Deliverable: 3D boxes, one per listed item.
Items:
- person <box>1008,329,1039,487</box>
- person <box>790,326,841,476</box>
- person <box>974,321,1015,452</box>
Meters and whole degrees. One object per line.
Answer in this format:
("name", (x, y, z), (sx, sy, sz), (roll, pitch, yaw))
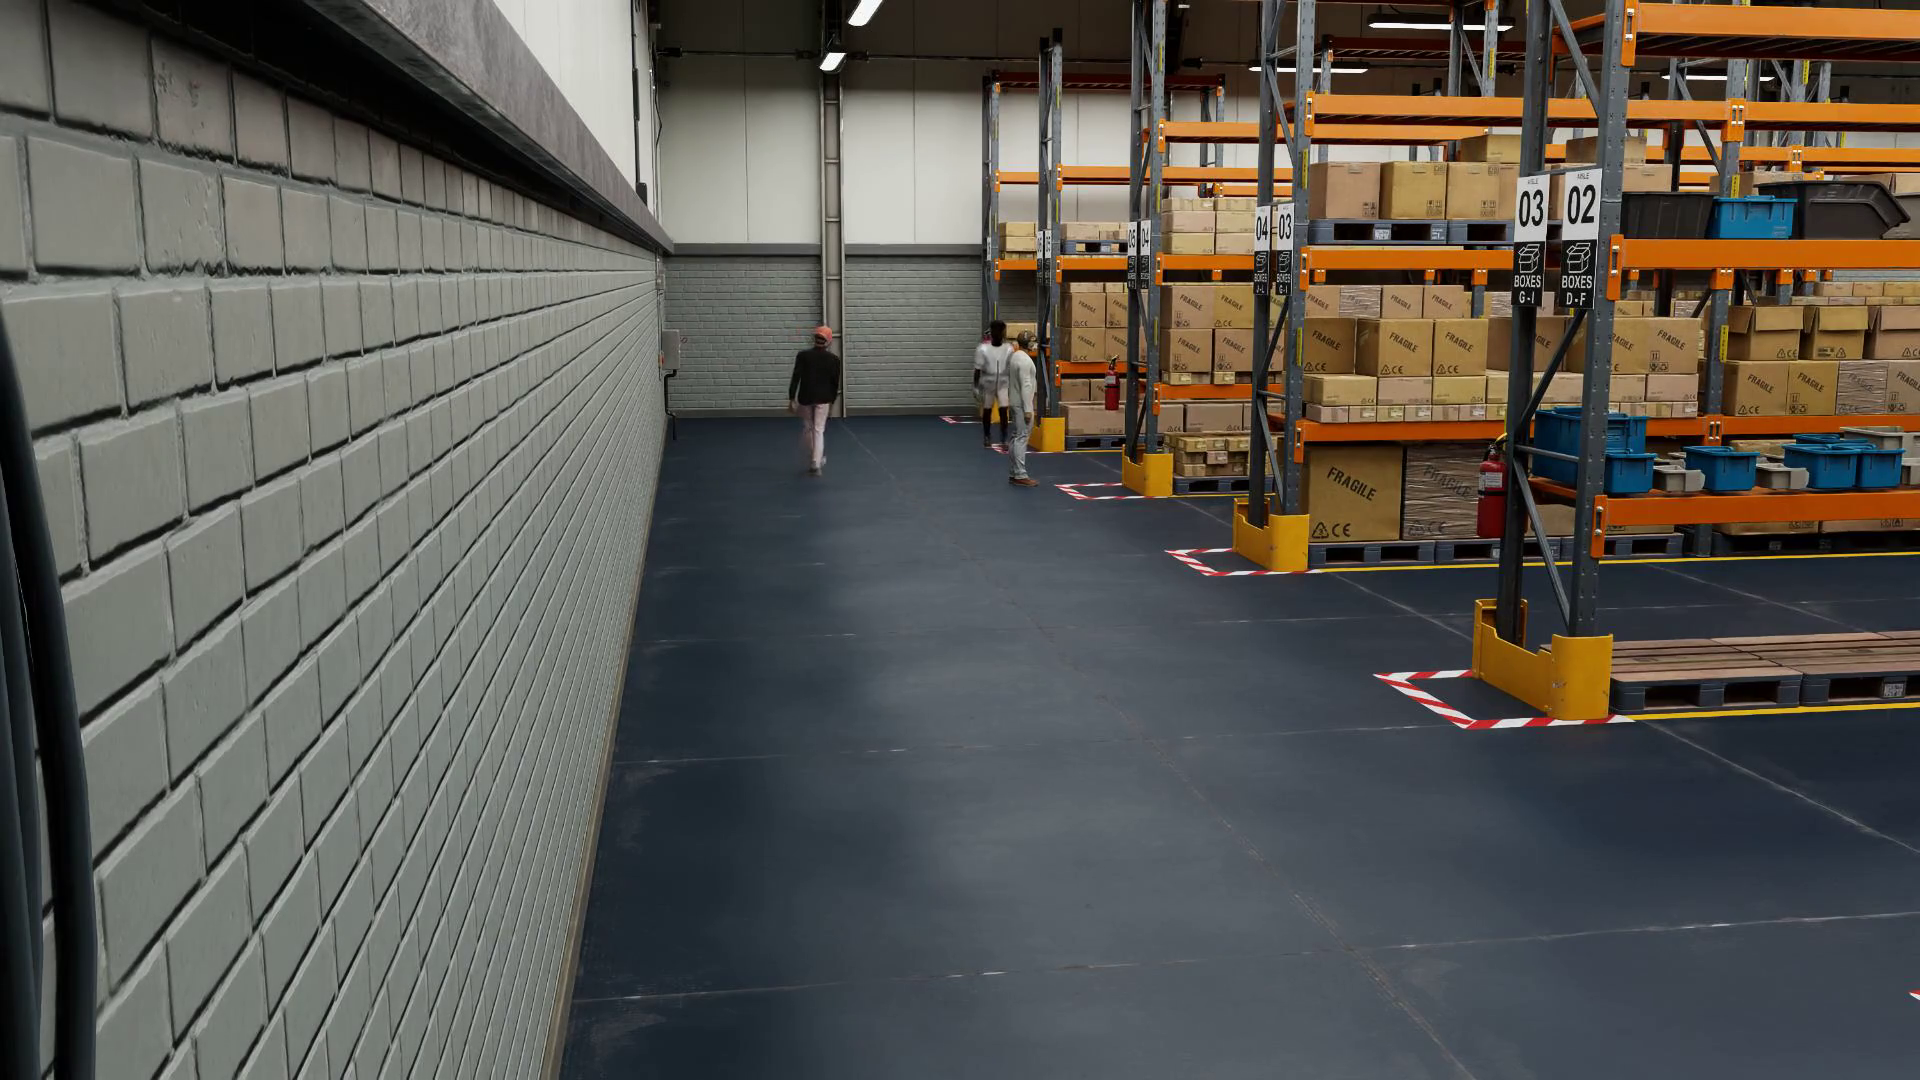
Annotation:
("person", (0.776, -1.630, 20.513), (0.356, 1.938, 0.633), (-1, 9, -8))
("person", (-1.887, -1.823, 21.779), (0.644, 1.923, 0.867), (0, 9, 1))
("person", (0.507, -2.254, 24.461), (0.643, 1.909, 1.018), (-1, 9, -8))
